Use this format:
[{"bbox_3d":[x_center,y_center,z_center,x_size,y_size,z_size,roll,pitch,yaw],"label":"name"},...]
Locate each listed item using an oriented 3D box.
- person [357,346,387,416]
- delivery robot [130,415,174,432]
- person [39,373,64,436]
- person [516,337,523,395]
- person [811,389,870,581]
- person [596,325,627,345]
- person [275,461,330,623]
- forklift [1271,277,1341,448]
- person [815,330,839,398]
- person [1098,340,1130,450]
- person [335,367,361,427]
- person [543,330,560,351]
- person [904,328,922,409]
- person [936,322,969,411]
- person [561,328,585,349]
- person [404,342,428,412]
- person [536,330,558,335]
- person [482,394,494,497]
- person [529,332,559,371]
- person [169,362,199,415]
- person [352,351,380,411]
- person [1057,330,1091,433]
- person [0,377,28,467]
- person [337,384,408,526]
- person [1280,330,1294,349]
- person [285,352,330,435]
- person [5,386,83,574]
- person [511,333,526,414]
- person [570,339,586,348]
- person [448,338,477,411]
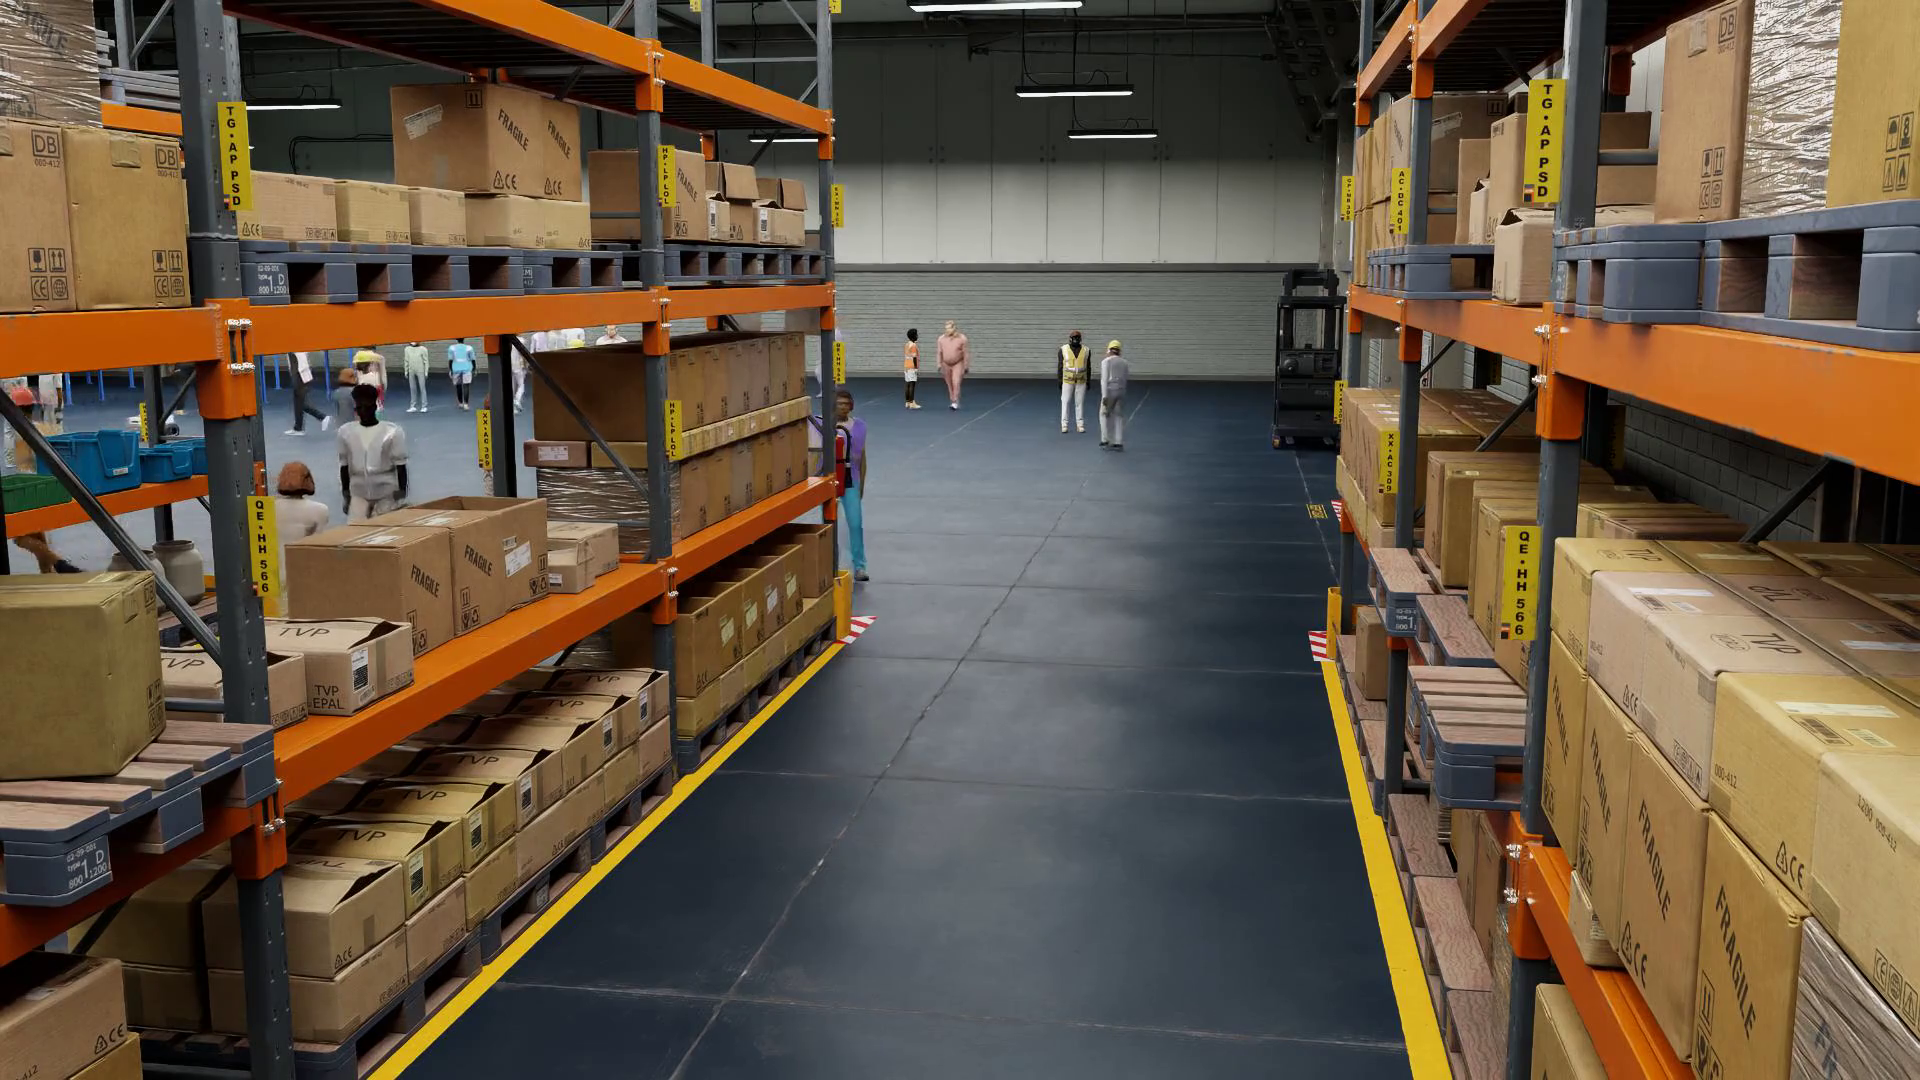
[{"bbox_3d":[-10.627,-2.796,29.984,0.528,1.750,0.565,0,9,0],"label":"person"},{"bbox_3d":[-14.043,-2.054,28.900,0.477,0.478,0.707,4,10,23],"label":"delivery robot"},{"bbox_3d":[-13.015,-1.852,23.811,0.496,1.860,0.327,6,11,31],"label":"person"},{"bbox_3d":[-10.531,-4.214,39.120,0.547,1.599,0.803,-8,12,-40],"label":"person"},{"bbox_3d":[-1.107,-0.501,15.621,0.575,1.809,0.893,-3,10,-15],"label":"person"},{"bbox_3d":[-6.860,-3.338,32.820,0.642,1.909,0.409,-2,9,-13],"label":"person"},{"bbox_3d":[-4.592,0.248,11.627,0.511,1.604,0.740,0,9,-2],"label":"person"},{"bbox_3d":[5.847,-3.016,27.970,1.129,2.768,1.873,1,9,9],"label":"forklift"},{"bbox_3d":[-3.074,-4.171,37.991,0.557,1.887,0.684,-7,11,-35],"label":"person"},{"bbox_3d":[2.536,-2.377,27.268,0.620,1.783,0.564,-6,11,-33],"label":"person"},{"bbox_3d":[-8.167,-1.508,22.372,0.520,1.620,0.341,6,11,32],"label":"person"},{"bbox_3d":[-8.946,-3.866,36.106,0.738,1.905,0.636,-4,10,-26],"label":"person"},{"bbox_3d":[-1.012,-3.634,35.284,0.320,1.698,0.531,-3,10,-19],"label":"person"},{"bbox_3d":[-0.177,-3.626,34.768,0.655,1.846,1.016,2,9,13],"label":"person"},{"bbox_3d":[-8.994,-4.318,38.766,0.551,1.935,0.375,0,9,-2],"label":"person"},{"bbox_3d":[-11.249,-3.461,34.420,0.507,1.631,0.267,1,9,8],"label":"person"},{"bbox_3d":[-9.624,-4.293,38.688,0.629,1.916,0.426,5,10,27],"label":"person"},{"bbox_3d":[-4.913,-0.748,17.660,0.515,1.641,0.309,8,12,42],"label":"person"},{"bbox_3d":[-9.087,-3.887,36.323,0.651,1.881,0.807,-1,9,-6],"label":"person"},{"bbox_3d":[-15.725,-3.565,33.934,0.743,2.000,0.558,-4,10,-21],"label":"person"},{"bbox_3d":[-8.698,-1.880,24.277,0.478,1.747,0.554,-6,11,-31],"label":"person"},{"bbox_3d":[2.075,-2.869,30.122,0.621,1.845,0.429,-1,9,-8],"label":"person"},{"bbox_3d":[-14.084,-1.958,24.837,0.485,1.736,0.323,2,9,13],"label":"person"},{"bbox_3d":[-5.148,-0.385,14.506,0.632,1.930,0.899,0,9,-2],"label":"person"},{"bbox_3d":[7.597,-4.256,38.668,0.345,1.846,0.508,-4,10,-26],"label":"person"},{"bbox_3d":[-11.690,-2.815,29.644,0.729,1.891,0.608,-1,9,-6],"label":"person"},{"bbox_3d":[-8.175,-0.408,14.727,0.504,1.922,0.546,-2,9,-12],"label":"person"},{"bbox_3d":[-9.149,-3.511,34.078,0.514,1.854,0.424,0,9,2],"label":"person"},{"bbox_3d":[-6.512,-2.565,28.516,0.337,1.757,0.518,-5,11,-29],"label":"person"},{"bbox_3d":[-10.427,-3.545,34.875,0.549,1.643,0.905,-2,9,-11],"label":"person"}]
